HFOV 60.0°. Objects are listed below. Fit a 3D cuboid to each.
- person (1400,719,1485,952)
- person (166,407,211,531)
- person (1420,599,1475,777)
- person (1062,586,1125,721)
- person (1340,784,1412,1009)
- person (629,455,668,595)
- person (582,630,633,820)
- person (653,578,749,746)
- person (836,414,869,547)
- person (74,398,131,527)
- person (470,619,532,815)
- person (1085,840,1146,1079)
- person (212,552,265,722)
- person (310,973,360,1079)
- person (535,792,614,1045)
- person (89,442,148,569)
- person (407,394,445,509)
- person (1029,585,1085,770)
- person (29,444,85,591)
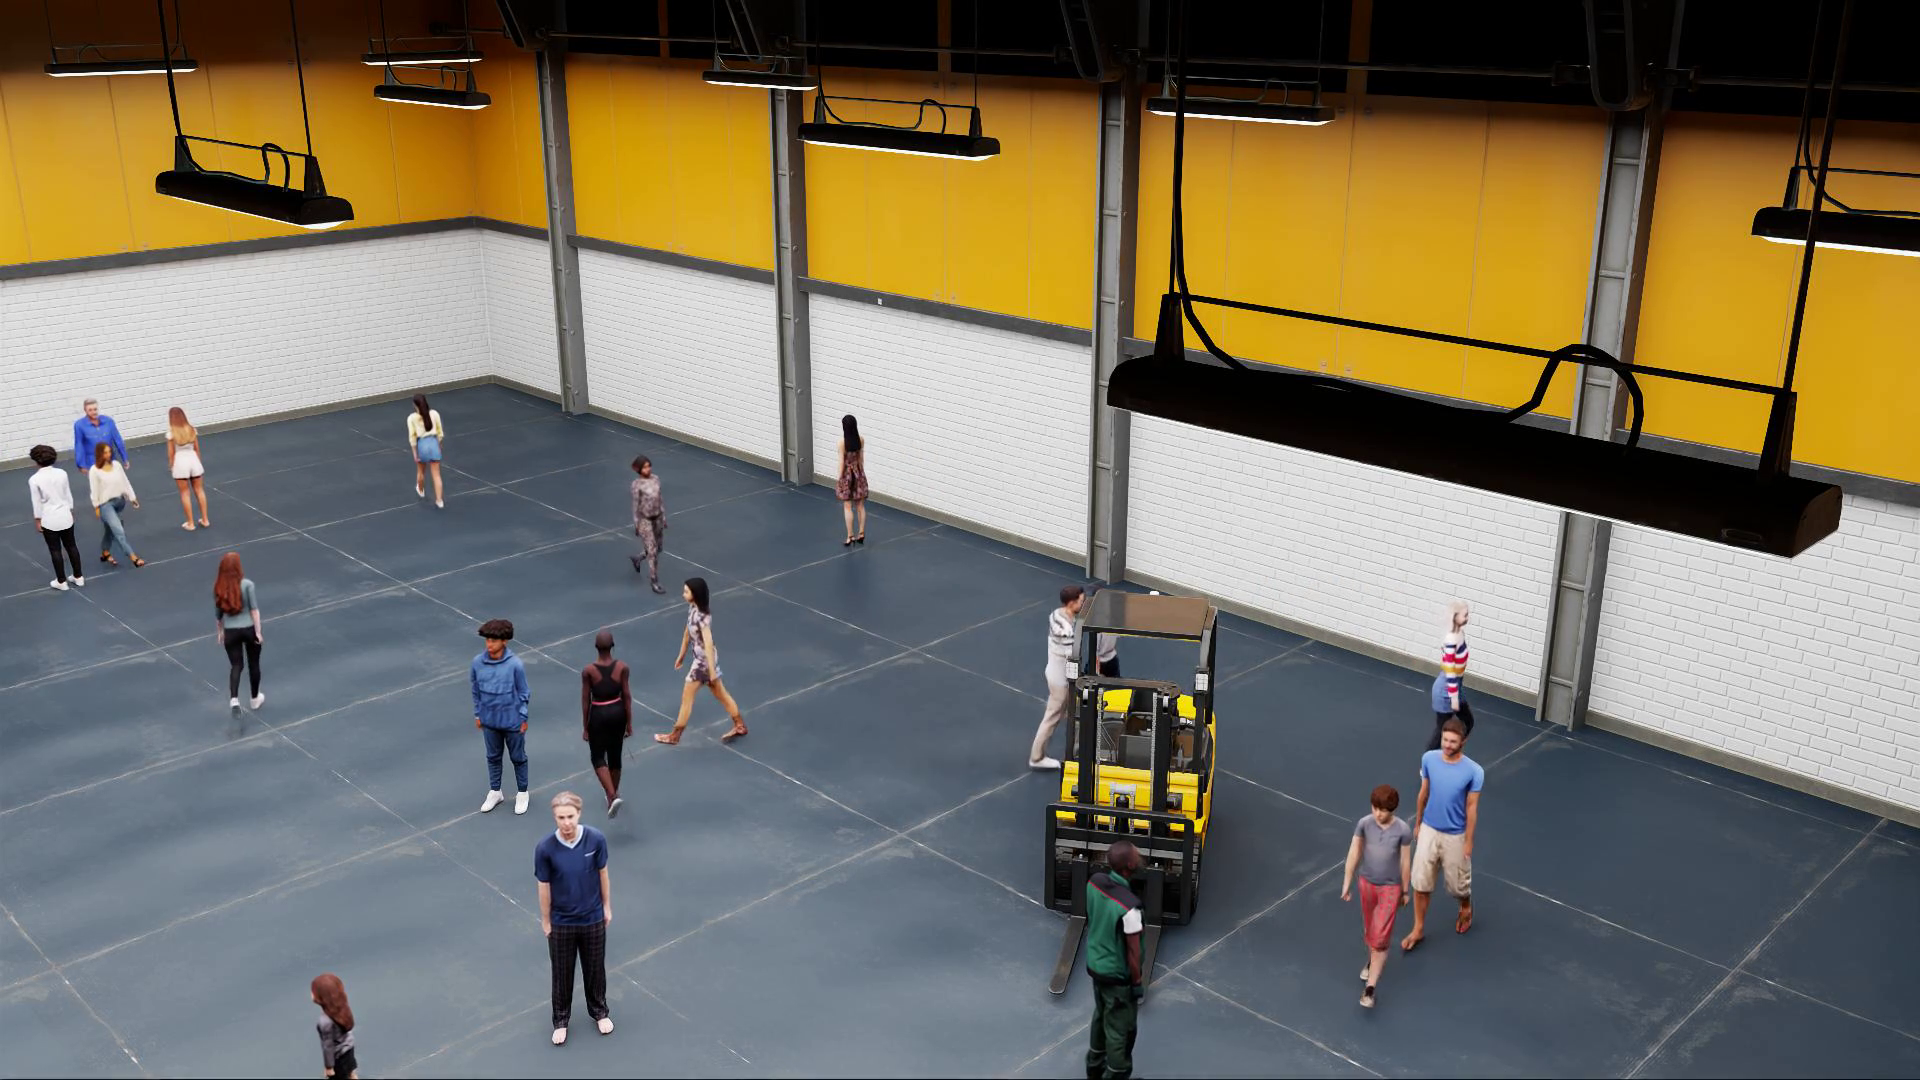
[{"bbox_3d":[3.743,2.210,12.749,0.937,1.858,0.782,14,23,36],"label":"person"},{"bbox_3d":[-10.456,-0.978,22.474,0.555,1.695,0.541,-17,25,-41],"label":"person"},{"bbox_3d":[4.428,1.374,15.332,0.789,1.795,0.759,10,21,26],"label":"person"},{"bbox_3d":[1.462,1.222,16.229,1.109,1.511,0.640,14,23,36],"label":"person"},{"bbox_3d":[3.108,2.514,12.212,0.952,1.625,0.790,11,22,31],"label":"person"},{"bbox_3d":[-3.810,-0.211,20.193,0.963,1.696,0.583,17,25,41],"label":"person"},{"bbox_3d":[-3.088,1.647,14.606,0.816,1.740,1.027,-8,20,-21],"label":"person"},{"bbox_3d":[-2.380,1.191,16.052,1.048,1.682,1.147,-5,19,-15],"label":"person"},{"bbox_3d":[-1.425,-0.781,21.765,0.685,1.773,0.691,-14,23,-36],"label":"person"},{"bbox_3d":[-11.709,-1.070,22.570,0.735,1.807,0.800,12,22,31],"label":"person"},{"bbox_3d":[-4.071,1.545,14.798,0.720,1.811,0.818,3,19,9],"label":"person"},{"bbox_3d":[1.017,2.824,10.964,0.810,1.835,0.654,-9,21,-25],"label":"person"},{"bbox_3d":[-7.204,0.983,16.606,0.977,1.723,1.110,-2,19,-7],"label":"person"},{"bbox_3d":[-4.010,3.286,10.739,0.605,1.103,0.528,-2,19,-7],"label":"person"},{"bbox_3d":[-2.674,2.601,11.569,0.732,1.871,0.687,-7,20,-20],"label":"person"},{"bbox_3d":[-10.739,-0.427,20.928,1.167,1.637,0.893,8,20,22],"label":"person"},{"bbox_3d":[-7.450,-1.217,23.373,0.874,1.573,1.198,-10,21,-26],"label":"person"},{"bbox_3d":[0.866,1.300,15.516,1.192,1.818,1.168,-2,19,-5],"label":"person"},{"bbox_3d":[-11.003,-0.288,20.249,0.599,1.807,0.649,13,23,34],"label":"person"}]
